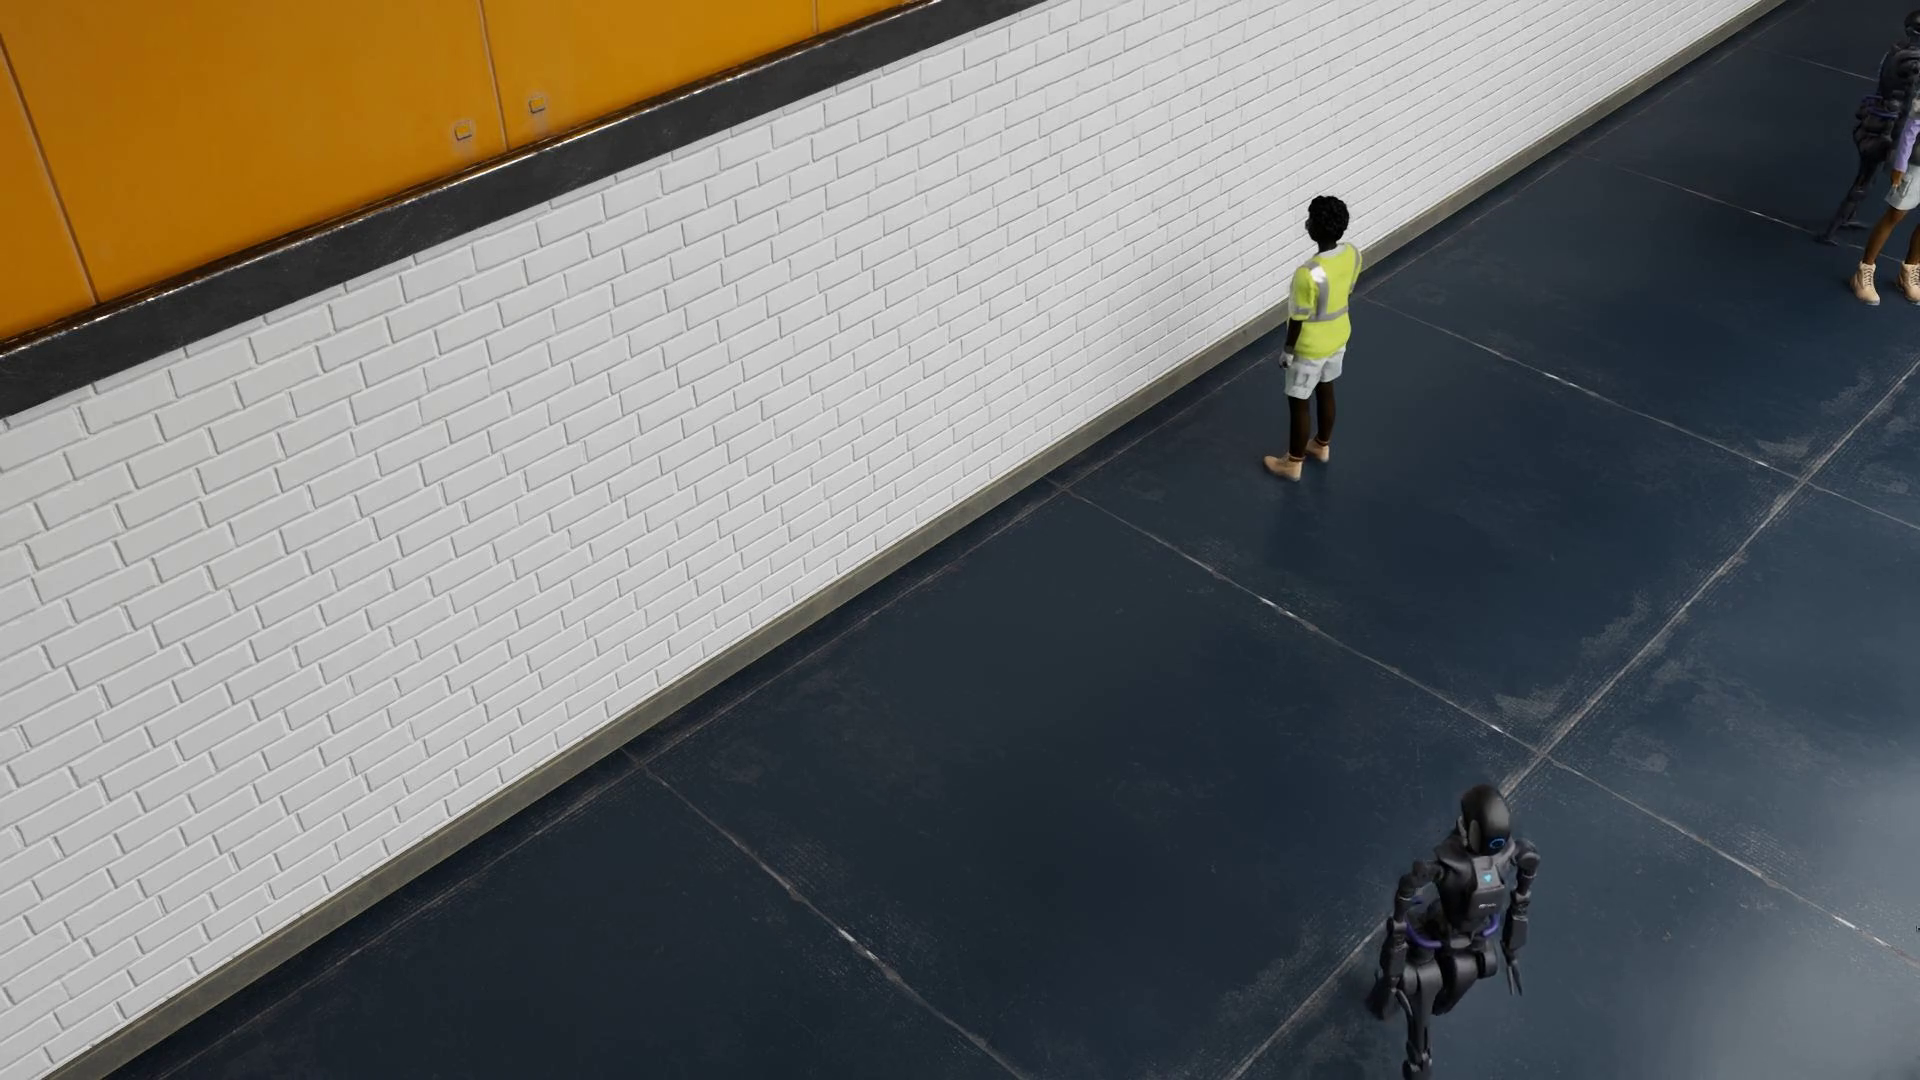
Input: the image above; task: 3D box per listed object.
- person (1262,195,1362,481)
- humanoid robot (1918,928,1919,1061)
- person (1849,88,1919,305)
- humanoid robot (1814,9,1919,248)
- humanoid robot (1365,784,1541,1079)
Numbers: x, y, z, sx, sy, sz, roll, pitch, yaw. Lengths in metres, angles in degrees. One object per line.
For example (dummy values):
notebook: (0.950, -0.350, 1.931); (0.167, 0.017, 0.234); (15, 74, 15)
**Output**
person: (1.956, -1.103, 9.161); (0.323, 1.690, 0.530); (31, 48, 33)
humanoid robot: (3.724, 1.483, 5.952); (0.692, 1.634, 0.597); (-14, 41, -17)
person: (6.227, -2.407, 10.523); (0.602, 2.034, 0.414); (0, 39, 0)
humanoid robot: (6.264, -2.786, 11.283); (0.492, 1.654, 0.589); (5, 39, 6)
humanoid robot: (1.723, 1.434, 6.021); (0.587, 1.642, 0.694); (-10, 40, -12)
